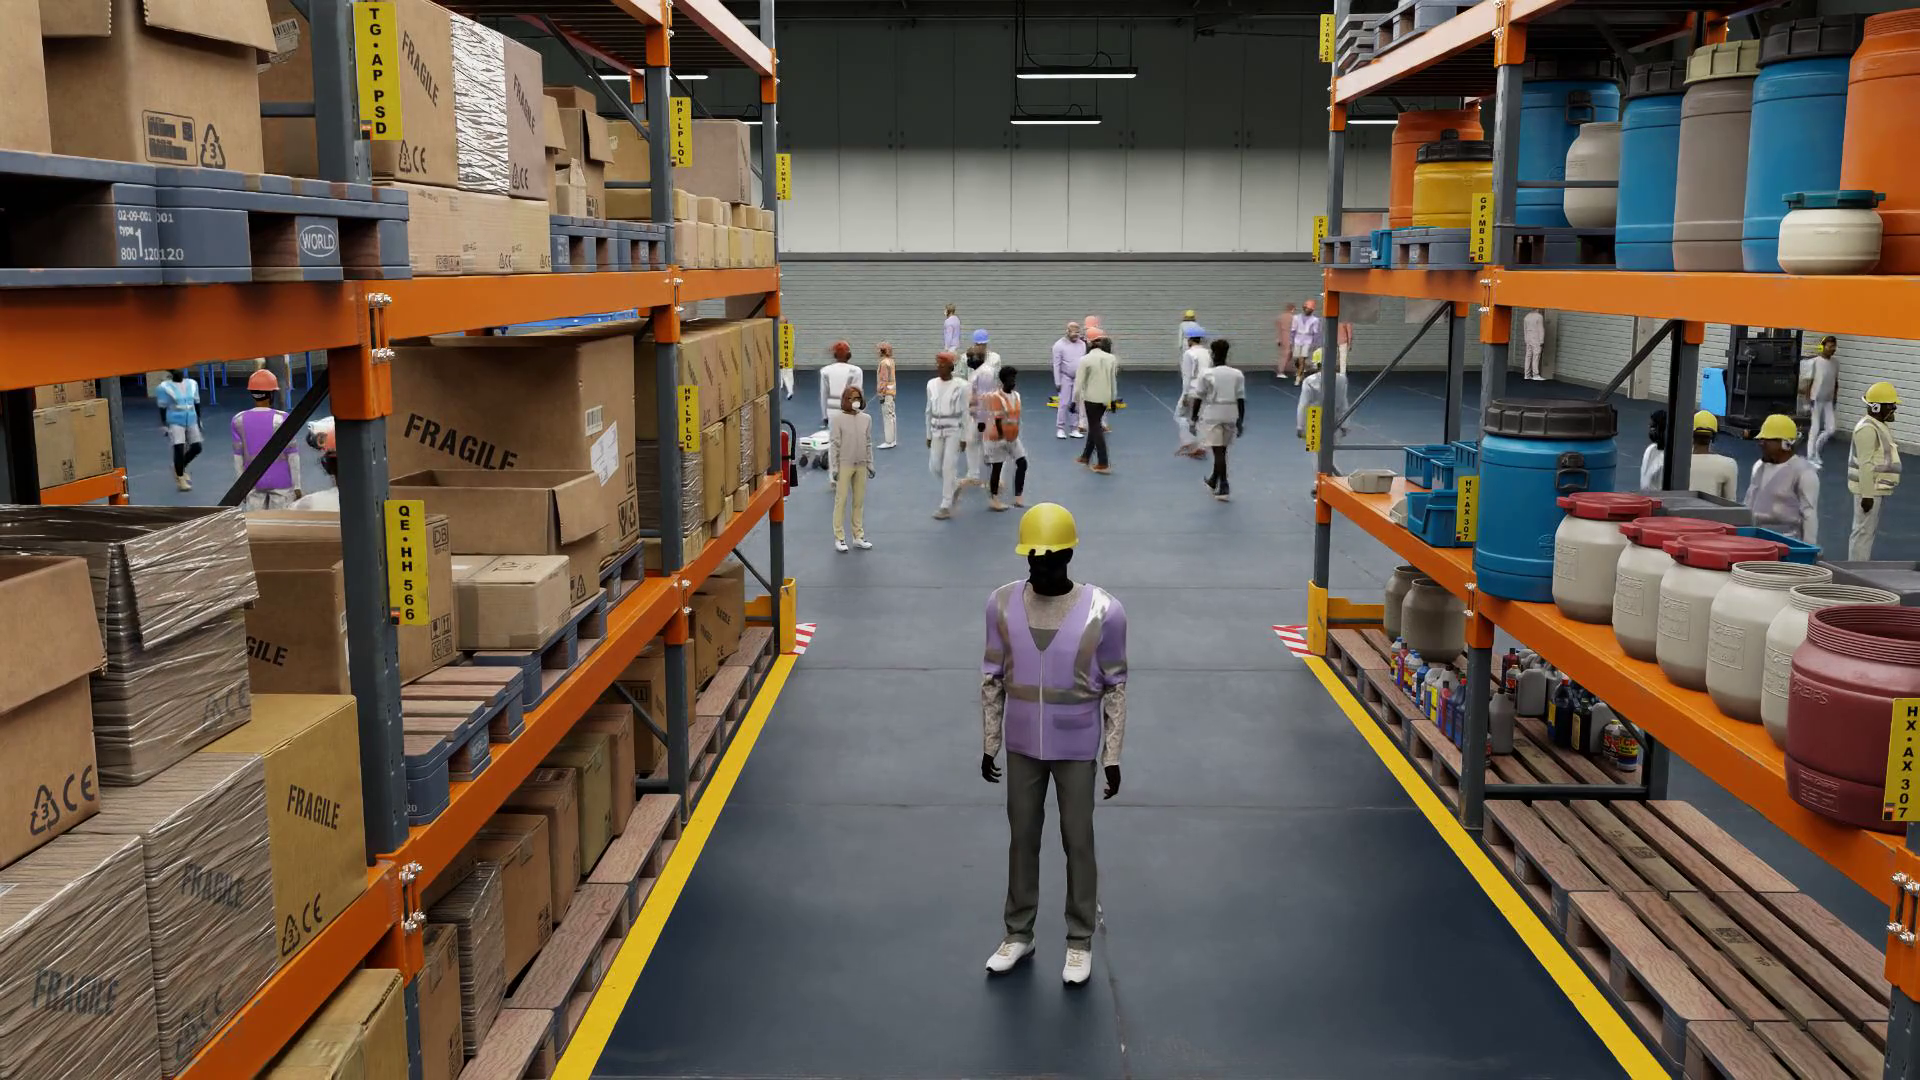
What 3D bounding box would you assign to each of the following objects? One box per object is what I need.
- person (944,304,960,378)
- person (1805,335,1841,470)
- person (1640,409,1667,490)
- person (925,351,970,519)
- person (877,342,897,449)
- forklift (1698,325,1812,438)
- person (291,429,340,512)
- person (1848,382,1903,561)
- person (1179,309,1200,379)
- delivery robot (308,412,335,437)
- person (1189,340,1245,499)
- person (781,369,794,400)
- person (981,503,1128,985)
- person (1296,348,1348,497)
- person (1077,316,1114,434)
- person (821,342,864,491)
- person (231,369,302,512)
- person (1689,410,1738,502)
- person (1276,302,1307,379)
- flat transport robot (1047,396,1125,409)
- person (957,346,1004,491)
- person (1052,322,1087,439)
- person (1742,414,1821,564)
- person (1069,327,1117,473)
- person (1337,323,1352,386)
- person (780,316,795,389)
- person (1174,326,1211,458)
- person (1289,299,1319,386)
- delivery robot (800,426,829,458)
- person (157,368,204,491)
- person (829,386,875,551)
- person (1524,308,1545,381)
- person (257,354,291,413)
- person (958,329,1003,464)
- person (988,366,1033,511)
[{"bbox_3d":[-0.201,-4.279,36.981,0.362,1.939,0.635,3,10,18],"label":"person"},{"bbox_3d":[11.954,-1.914,23.085,0.521,1.856,0.425,-1,10,-6],"label":"person"},{"bbox_3d":[5.797,-0.241,13.609,0.803,1.668,0.530,0,9,3],"label":"person"},{"bbox_3d":[-0.123,-1.194,18.728,0.577,1.869,0.579,7,12,35],"label":"person"},{"bbox_3d":[-1.130,-2.229,25.598,0.311,1.638,0.523,2,10,10],"label":"person"},{"bbox_3d":[13.248,-3.165,27.620,1.129,2.768,1.873,0,9,1],"label":"forklift"},{"bbox_3d":[-3.159,0.378,8.867,0.619,2.012,0.854,0,9,3],"label":"person"},{"bbox_3d":[7.865,-0.444,14.325,0.404,1.831,0.600,6,11,34],"label":"person"},{"bbox_3d":[5.525,-4.672,39.952,0.493,1.727,0.383,5,11,27],"label":"person"},{"bbox_3d":[-9.701,-1.739,25.748,0.707,0.478,0.477,-6,11,-32],"label":"delivery robot"},{"bbox_3d":[3.131,-1.480,20.315,0.627,1.910,1.015,-3,10,-18],"label":"person"},{"bbox_3d":[-3.772,-3.732,34.725,0.531,1.605,0.833,-7,12,-37],"label":"person"},{"bbox_3d":[0.357,0.802,6.581,0.593,1.924,0.384,4,10,21],"label":"person"},{"bbox_3d":[4.381,-1.428,20.258,0.624,1.814,0.511,-3,10,-17],"label":"person"},{"bbox_3d":[2.257,-2.738,27.739,0.717,1.970,0.515,2,10,10],"label":"person"},{"bbox_3d":[-1.444,-1.581,21.066,0.628,1.851,0.805,3,10,18],"label":"person"},{"bbox_3d":[-5.944,-0.494,14.314,0.544,1.939,0.354,-1,9,-3],"label":"person"},{"bbox_3d":[5.447,-0.074,12.309,0.525,1.769,0.311,2,10,11],"label":"person"},{"bbox_3d":[8.213,-4.917,41.023,0.994,1.855,0.672,-4,10,-22],"label":"person"},{"bbox_3d":[2.477,-2.722,32.764,1.431,0.197,0.652,7,12,37],"label":"flat transport robot"},{"bbox_3d":[0.239,-1.536,20.991,0.628,1.805,0.638,-1,10,-8],"label":"person"},{"bbox_3d":[1.812,-2.600,27.084,0.654,1.888,0.399,-6,11,-32],"label":"person"},{"bbox_3d":[5.775,-0.005,11.855,0.880,1.784,0.603,-2,10,-9],"label":"person"},{"bbox_3d":[1.771,-1.929,22.827,0.647,1.953,0.940,-7,12,-36],"label":"person"},{"bbox_3d":[8.835,-4.597,38.716,0.625,1.992,0.388,6,11,33],"label":"person"},{"bbox_3d":[-3.990,-4.243,37.674,0.515,1.636,0.314,-3,10,-16],"label":"person"},{"bbox_3d":[3.386,-2.161,24.316,0.590,1.925,0.653,9,13,43],"label":"person"},{"bbox_3d":[7.972,-4.579,38.581,0.661,2.001,0.609,3,10,19],"label":"person"},{"bbox_3d":[-1.924,-1.361,23.483,0.477,0.478,0.707,8,13,40],"label":"delivery robot"},{"bbox_3d":[-9.825,-1.472,20.930,0.431,1.679,0.544,7,12,36],"label":"person"},{"bbox_3d":[-1.072,-0.720,16.575,0.498,1.633,0.282,-7,12,-38],"label":"person"},{"bbox_3d":[13.960,-4.823,40.337,0.410,1.909,0.642,-4,10,-21],"label":"person"},{"bbox_3d":[-11.403,-2.651,27.644,0.518,1.815,0.906,-5,11,-28],"label":"person"},{"bbox_3d":[0.279,-2.049,23.657,0.649,1.924,0.593,-2,10,-12],"label":"person"},{"bbox_3d":[0.585,-1.154,19.078,0.619,1.670,0.532,9,13,43],"label":"person"}]
